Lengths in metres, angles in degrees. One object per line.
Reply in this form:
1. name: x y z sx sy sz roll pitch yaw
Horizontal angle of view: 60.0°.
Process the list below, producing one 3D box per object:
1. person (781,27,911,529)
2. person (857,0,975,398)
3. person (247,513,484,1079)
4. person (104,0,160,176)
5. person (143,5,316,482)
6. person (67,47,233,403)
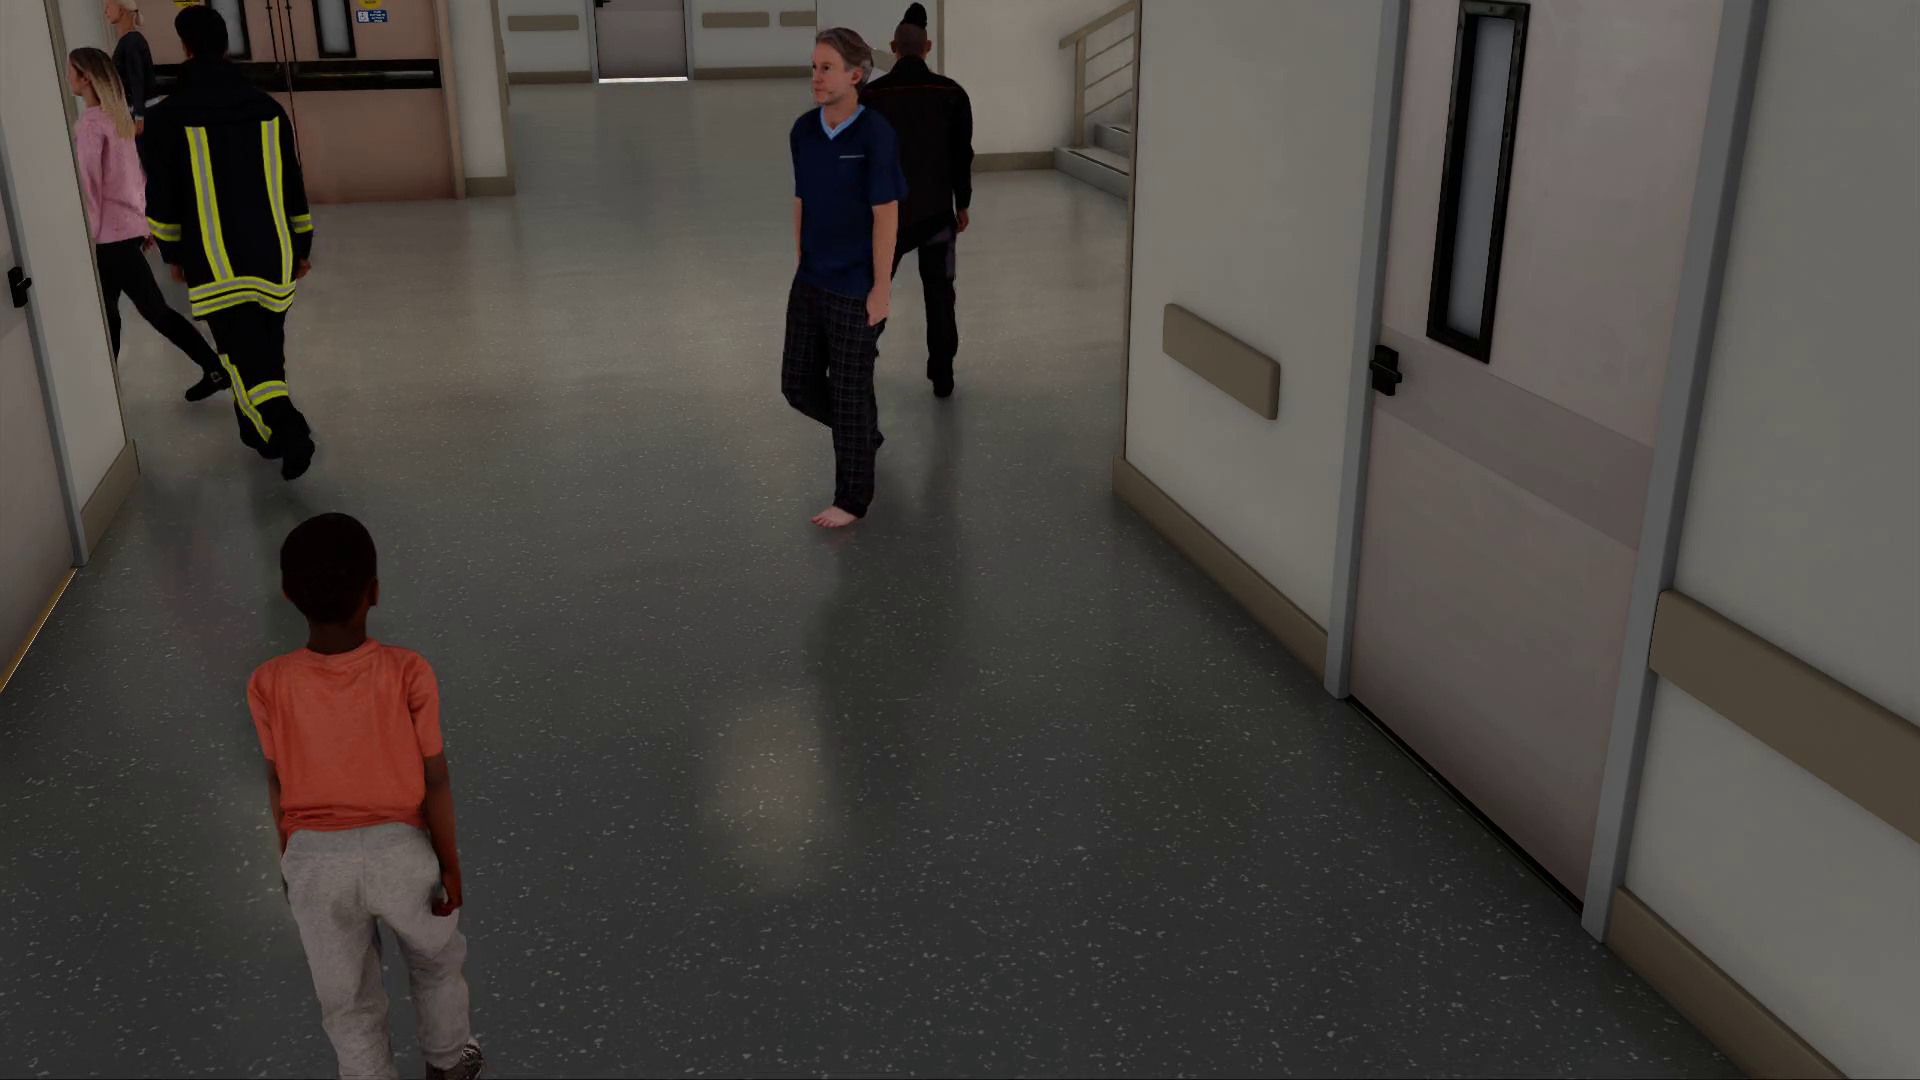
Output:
1. person: -0.396 -0.981 6.337 0.850 1.863 0.905 15 25 34
2. person: -0.222 -1.615 8.042 0.753 1.840 0.961 0 21 0
3. person: -1.067 0.602 2.957 0.546 1.297 0.535 -5 21 -14
4. person: -6.085 -3.203 12.398 0.571 1.724 0.644 -9 22 -22
5. person: -2.901 -1.154 6.747 1.276 1.897 1.200 -19 28 -40
6. person: -3.849 -1.421 7.798 1.124 1.651 0.719 -2 21 -5
